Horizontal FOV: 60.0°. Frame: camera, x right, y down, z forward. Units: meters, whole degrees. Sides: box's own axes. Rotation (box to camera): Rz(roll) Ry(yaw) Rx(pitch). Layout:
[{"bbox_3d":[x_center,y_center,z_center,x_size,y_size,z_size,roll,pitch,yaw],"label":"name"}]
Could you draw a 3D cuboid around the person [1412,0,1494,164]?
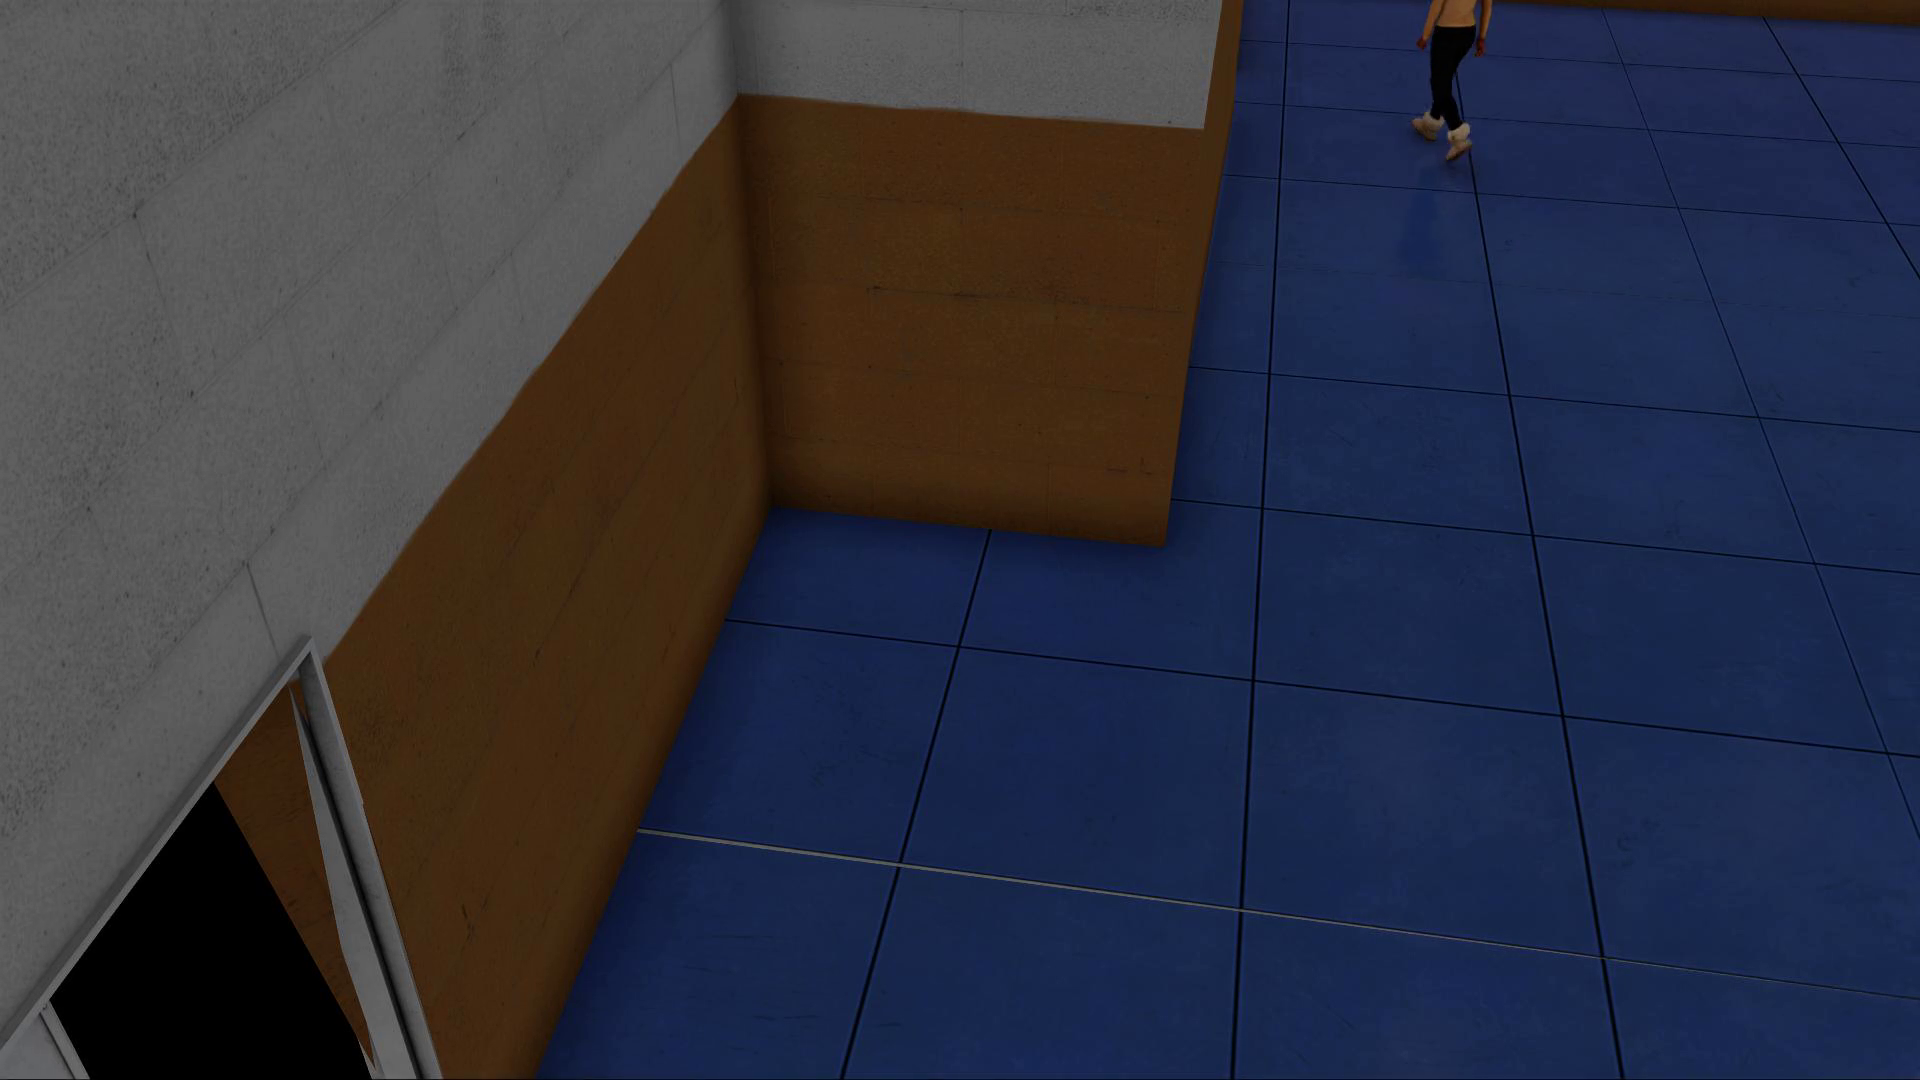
[{"bbox_3d":[3.437,-3.422,11.448,1.076,1.635,0.998,-13,39,-17],"label":"person"}]
